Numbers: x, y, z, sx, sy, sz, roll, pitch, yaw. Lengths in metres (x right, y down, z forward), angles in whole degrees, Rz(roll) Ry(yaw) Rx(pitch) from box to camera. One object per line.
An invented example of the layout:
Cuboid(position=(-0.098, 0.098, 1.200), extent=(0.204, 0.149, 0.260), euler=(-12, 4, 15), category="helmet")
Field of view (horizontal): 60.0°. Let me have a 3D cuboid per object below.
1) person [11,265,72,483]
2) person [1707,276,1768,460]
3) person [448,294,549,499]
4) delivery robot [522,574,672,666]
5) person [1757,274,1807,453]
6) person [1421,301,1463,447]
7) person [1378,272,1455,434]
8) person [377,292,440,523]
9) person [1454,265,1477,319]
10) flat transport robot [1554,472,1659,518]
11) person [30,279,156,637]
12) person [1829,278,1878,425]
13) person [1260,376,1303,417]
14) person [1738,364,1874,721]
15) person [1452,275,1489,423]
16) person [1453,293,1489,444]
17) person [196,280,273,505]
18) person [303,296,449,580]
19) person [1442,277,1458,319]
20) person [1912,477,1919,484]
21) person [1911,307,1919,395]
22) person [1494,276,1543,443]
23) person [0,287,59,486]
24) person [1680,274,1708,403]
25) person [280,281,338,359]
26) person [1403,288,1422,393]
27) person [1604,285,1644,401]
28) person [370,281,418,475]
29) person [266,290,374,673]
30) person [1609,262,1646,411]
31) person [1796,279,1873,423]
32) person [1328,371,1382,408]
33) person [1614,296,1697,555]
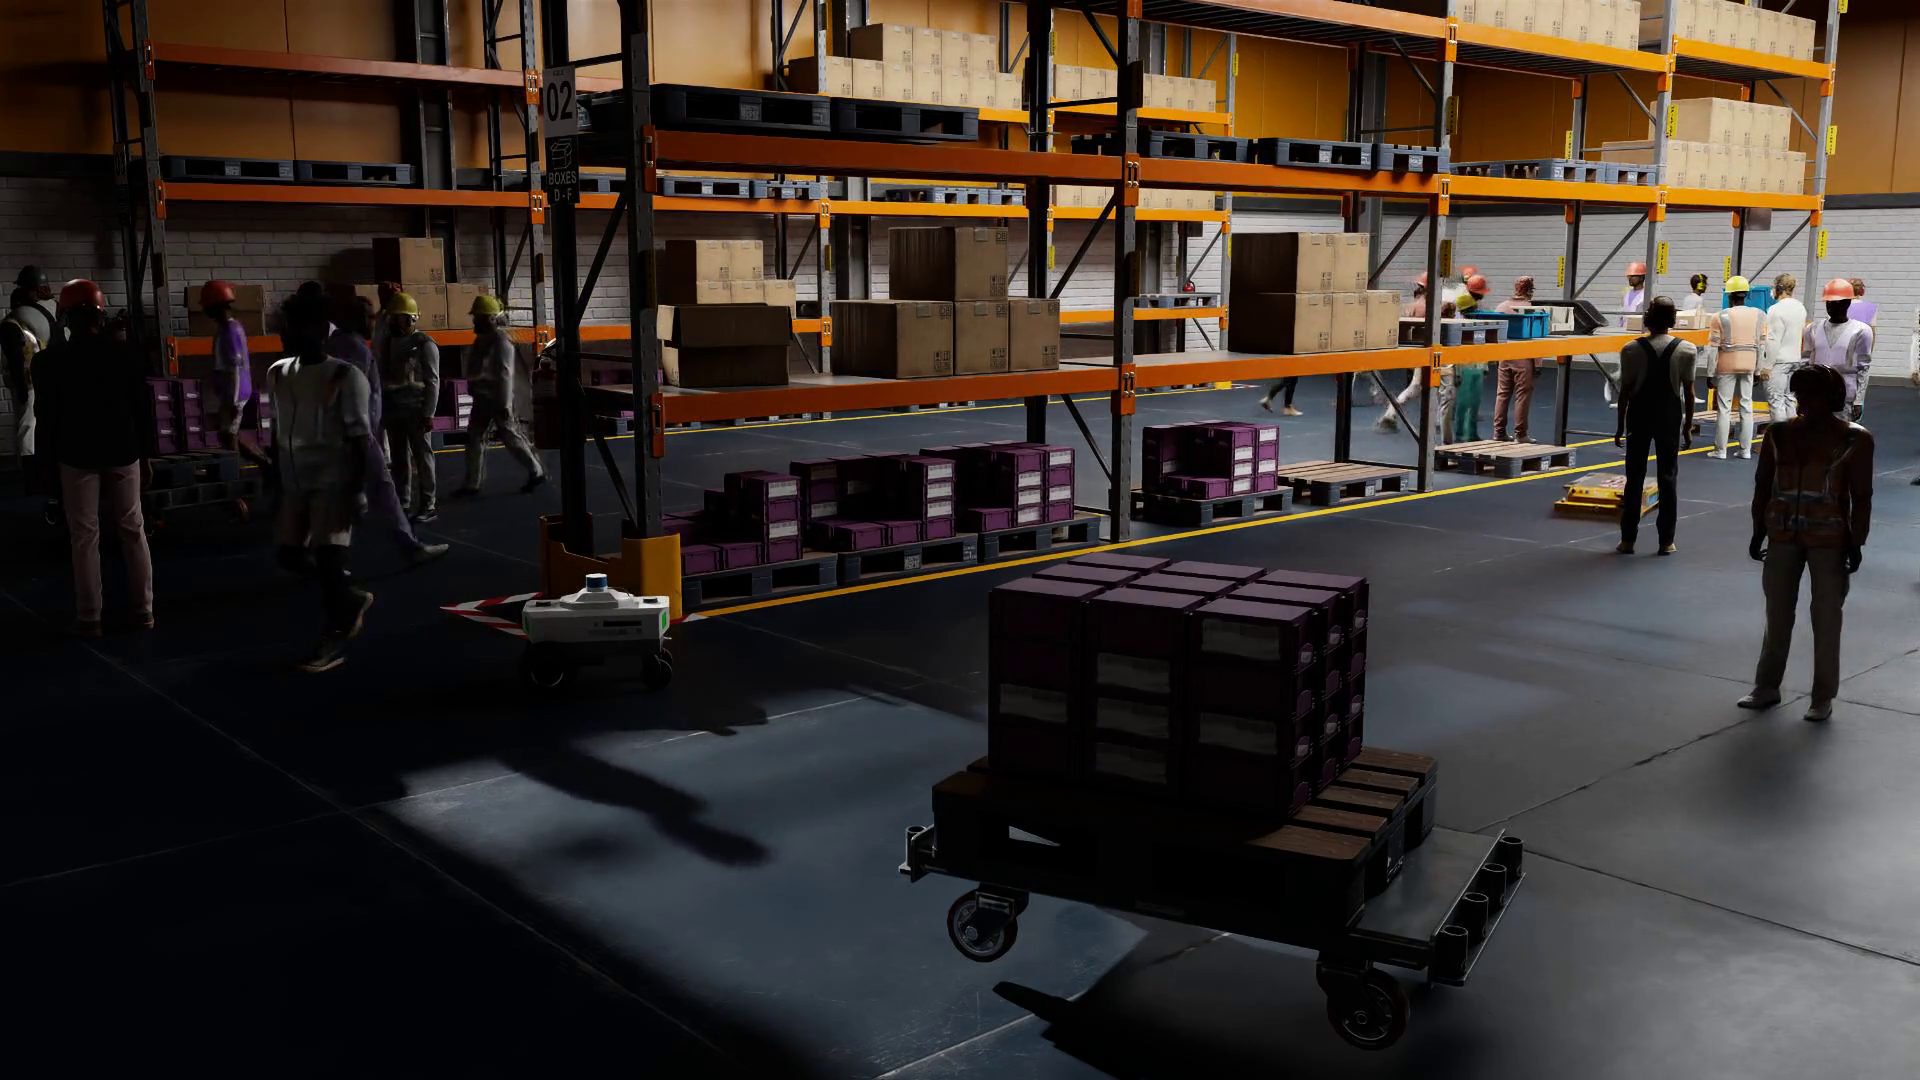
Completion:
Cuboid(position=(-8.656, -1.551, 15.619), extent=(0.538, 2.000, 0.686), euler=(2, 10, 14), category="person")
Cuboid(position=(8.098, -1.793, 17.406), extent=(0.589, 1.922, 0.390), euler=(0, 10, 0), category="person")
Cuboid(position=(-4.090, -1.269, 14.691), extent=(0.894, 1.795, 0.602), euler=(-8, 13, -41), category="person")
Cuboid(position=(-1.785, 0.410, 8.210), extent=(0.707, 0.478, 0.477), euler=(-2, 10, -9), category="delivery robot")
Cuboid(position=(8.808, -1.870, 17.837), extent=(0.639, 1.942, 0.479), euler=(-7, 12, -37), category="person")
Cuboid(position=(5.282, -1.798, 18.251), extent=(0.315, 1.636, 0.514), euler=(-7, 12, -36), category="person")
Cuboid(position=(5.501, -2.231, 19.871), extent=(0.996, 1.956, 0.634), euler=(-1, 10, -4), category="person")
Cuboid(position=(-4.426, -1.050, 13.283), extent=(0.590, 1.837, 0.404), euler=(5, 11, 25), category="person")
Cuboid(position=(8.220, -3.490, 27.166), extent=(0.439, 1.971, 0.611), euler=(5, 11, 28), category="person")
Cuboid(position=(5.514, -0.389, 13.992), extent=(0.652, 0.197, 1.431), euler=(6, 11, 32), category="flat transport robot")
Cuboid(position=(-4.842, -0.454, 9.328), extent=(0.609, 1.996, 0.379), euler=(-8, 13, -40), category="person")
Cuboid(position=(11.163, -2.348, 20.865), extent=(0.563, 1.843, 0.390), euler=(2, 10, 9), category="person")
Cuboid(position=(4.317, -2.464, 22.034), extent=(0.537, 1.670, 0.552), euler=(0, 10, 2), category="person")
Cuboid(position=(3.906, 0.008, 7.669), extent=(0.310, 1.638, 0.523), euler=(-8, 12, -38), category="person")
Cuboid(position=(6.514, -2.444, 21.325), extent=(0.401, 1.885, 0.656), euler=(2, 10, 9), category="person")
Cuboid(position=(5.707, -1.881, 18.520), extent=(0.676, 1.716, 0.270), euler=(-5, 11, -29), category="person")
Cuboid(position=(-6.196, -1.253, 14.224), extent=(0.565, 1.924, 0.575), euler=(-4, 11, -24), category="person")
Cuboid(position=(-3.955, -0.678, 11.051), extent=(1.022, 1.850, 0.672), euler=(-9, 13, -43), category="person")
Cuboid(position=(7.377, -3.211, 25.799), extent=(0.652, 1.899, 0.399), euler=(1, 10, 6), category="person")
Cuboid(position=(9.126, -1.444, 15.296), extent=(0.373, 1.936, 0.551), euler=(-4, 11, -23), category="person")
Cuboid(position=(10.420, -1.863, 17.635), extent=(0.614, 1.993, 1.070), euler=(7, 12, 34), category="person")
Cuboid(position=(6.381, -2.050, 18.974), extent=(0.401, 1.900, 0.638), euler=(-8, 12, -38), category="person")
Cuboid(position=(-8.652, -1.425, 15.483), extent=(0.429, 1.838, 0.621), euler=(-2, 10, -14), category="person")
Cuboid(position=(10.655, -2.923, 24.167), extent=(0.311, 1.865, 0.532), euler=(-1, 10, -3), category="person")
Cuboid(position=(-5.309, -1.161, 13.696), extent=(0.388, 1.919, 0.593), euler=(3, 10, 19), category="person")
Cuboid(position=(6.842, -2.908, 24.669), extent=(0.560, 1.662, 0.720), euler=(6, 12, 32), category="person")
Cuboid(position=(9.571, -2.779, 23.711), extent=(0.492, 1.720, 0.681), euler=(-4, 11, -23), category="person")
Cuboid(position=(-5.544, -1.579, 16.236), extent=(0.356, 1.887, 0.573), euler=(-9, 13, -41), category="person")
Cuboid(position=(-3.304, -0.314, 8.632), extent=(0.628, 1.950, 0.593), euler=(4, 10, 21), category="person")
Cuboid(position=(9.265, -2.788, 22.850), extent=(0.390, 2.045, 0.607), euler=(-3, 10, -16), category="person")
Cuboid(position=(7.260, -1.201, 13.872), extent=(0.546, 1.938, 0.360), euler=(9, 13, 44), category="person")
Cuboid(position=(5.645, -2.799, 23.497), extent=(1.056, 1.869, 0.641), euler=(-7, 12, -34), category="person")
Cuboid(position=(4.941, -0.809, 11.840), extent=(0.513, 1.846, 0.334), euler=(3, 10, 18), category="person")
